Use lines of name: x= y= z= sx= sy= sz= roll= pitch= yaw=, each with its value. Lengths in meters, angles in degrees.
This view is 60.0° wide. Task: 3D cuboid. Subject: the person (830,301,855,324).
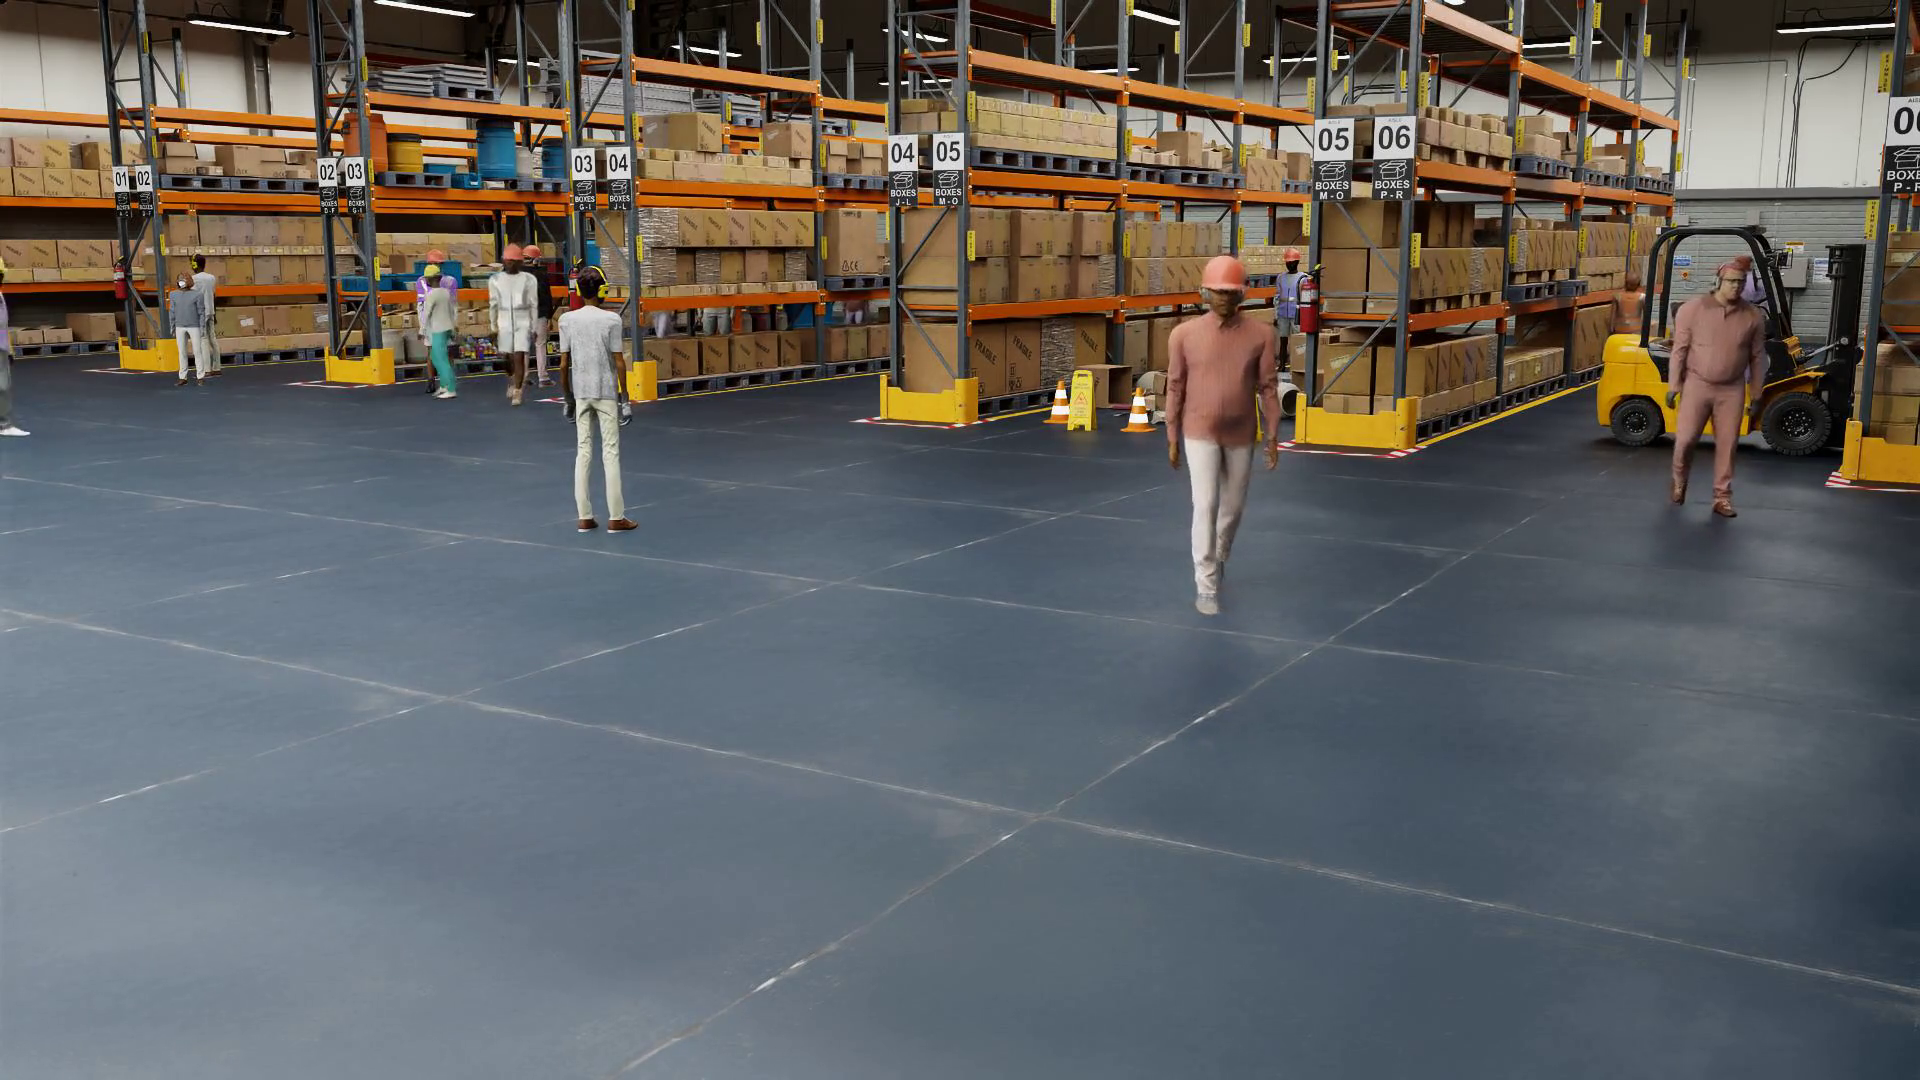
person: x=-2.181 y=-4.775 z=32.801 sx=0.620 sy=1.922 sz=1.013 roll=6 pitch=12 yaw=29

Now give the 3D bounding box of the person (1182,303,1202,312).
person: x=3.904 y=-3.890 z=28.602 sx=0.514 sy=1.639 sz=0.310 roll=2 pitch=10 yaw=14

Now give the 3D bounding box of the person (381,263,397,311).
person: x=-11.088 y=-4.530 z=32.199 sx=0.501 sy=1.633 sz=0.284 roll=7 pitch=12 yaw=35

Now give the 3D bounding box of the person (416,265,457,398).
person: x=-6.847 y=-2.715 z=21.742 sx=0.540 sy=1.741 sz=0.518 roll=1 pitch=10 yaw=7

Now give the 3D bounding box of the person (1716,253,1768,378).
person: x=10.129 y=-2.758 z=21.535 sx=0.672 sy=1.892 sz=0.508 roll=10 pitch=14 yaw=44

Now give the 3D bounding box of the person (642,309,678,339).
person: x=-4.605 y=-3.413 z=25.463 sx=0.520 sy=1.814 sz=1.007 roll=4 pitch=11 yaw=22

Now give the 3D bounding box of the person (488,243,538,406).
person: x=-5.575 y=-2.696 z=20.837 sx=0.603 sy=2.024 sz=0.564 roll=-1 pitch=10 yaw=-7

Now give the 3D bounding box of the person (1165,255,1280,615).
person: x=1.457 y=-0.615 z=9.379 sx=0.616 sy=1.970 sz=0.882 roll=0 pitch=10 yaw=-2

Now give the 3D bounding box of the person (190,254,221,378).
person: x=-11.429 y=-3.380 z=25.116 sx=0.328 sy=1.867 sz=0.509 roll=3 pitch=10 yaw=15

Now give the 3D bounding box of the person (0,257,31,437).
person: x=-10.056 y=-2.010 z=17.285 sx=0.493 sy=1.913 sz=0.617 roll=-1 pitch=10 yaw=-7

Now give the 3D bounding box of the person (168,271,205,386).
person: x=-11.007 y=-3.012 z=23.702 sx=0.499 sy=1.633 sz=0.285 roll=-1 pitch=10 yaw=-5

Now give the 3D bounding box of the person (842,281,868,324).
person: x=-1.771 y=-3.914 z=28.438 sx=0.526 sy=1.750 sz=0.458 roll=4 pitch=11 yaw=22

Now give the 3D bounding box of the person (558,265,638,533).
person: x=-2.544 y=-0.981 z=11.659 sx=0.519 sy=1.874 sz=0.326 roll=2 pitch=10 yaw=13

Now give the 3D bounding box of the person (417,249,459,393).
person: x=-7.066 y=-2.959 z=22.543 sx=0.545 sy=1.942 sz=0.350 roll=-3 pitch=11 yaw=-16

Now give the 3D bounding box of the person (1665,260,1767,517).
person: x=5.655 y=-1.133 z=12.439 sx=0.704 sy=1.894 sz=0.512 roll=2 pitch=10 yaw=10

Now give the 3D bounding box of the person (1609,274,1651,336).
person: x=9.320 y=-2.890 z=23.137 sx=0.528 sy=1.588 sz=0.884 roll=6 pitch=12 yaw=31

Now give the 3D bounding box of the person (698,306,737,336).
person: x=-3.689 y=-3.442 z=25.296 sx=0.623 sy=1.932 sz=0.370 roll=0 pitch=10 yaw=1

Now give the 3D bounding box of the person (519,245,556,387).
person: x=-6.006 y=-3.143 z=23.421 sx=0.625 sy=1.992 sz=0.388 roll=3 pitch=11 yaw=17

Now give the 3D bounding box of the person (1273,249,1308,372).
person: x=4.901 y=-3.333 z=24.646 sx=0.551 sy=1.936 sz=0.356 roll=7 pitch=12 yaw=33
